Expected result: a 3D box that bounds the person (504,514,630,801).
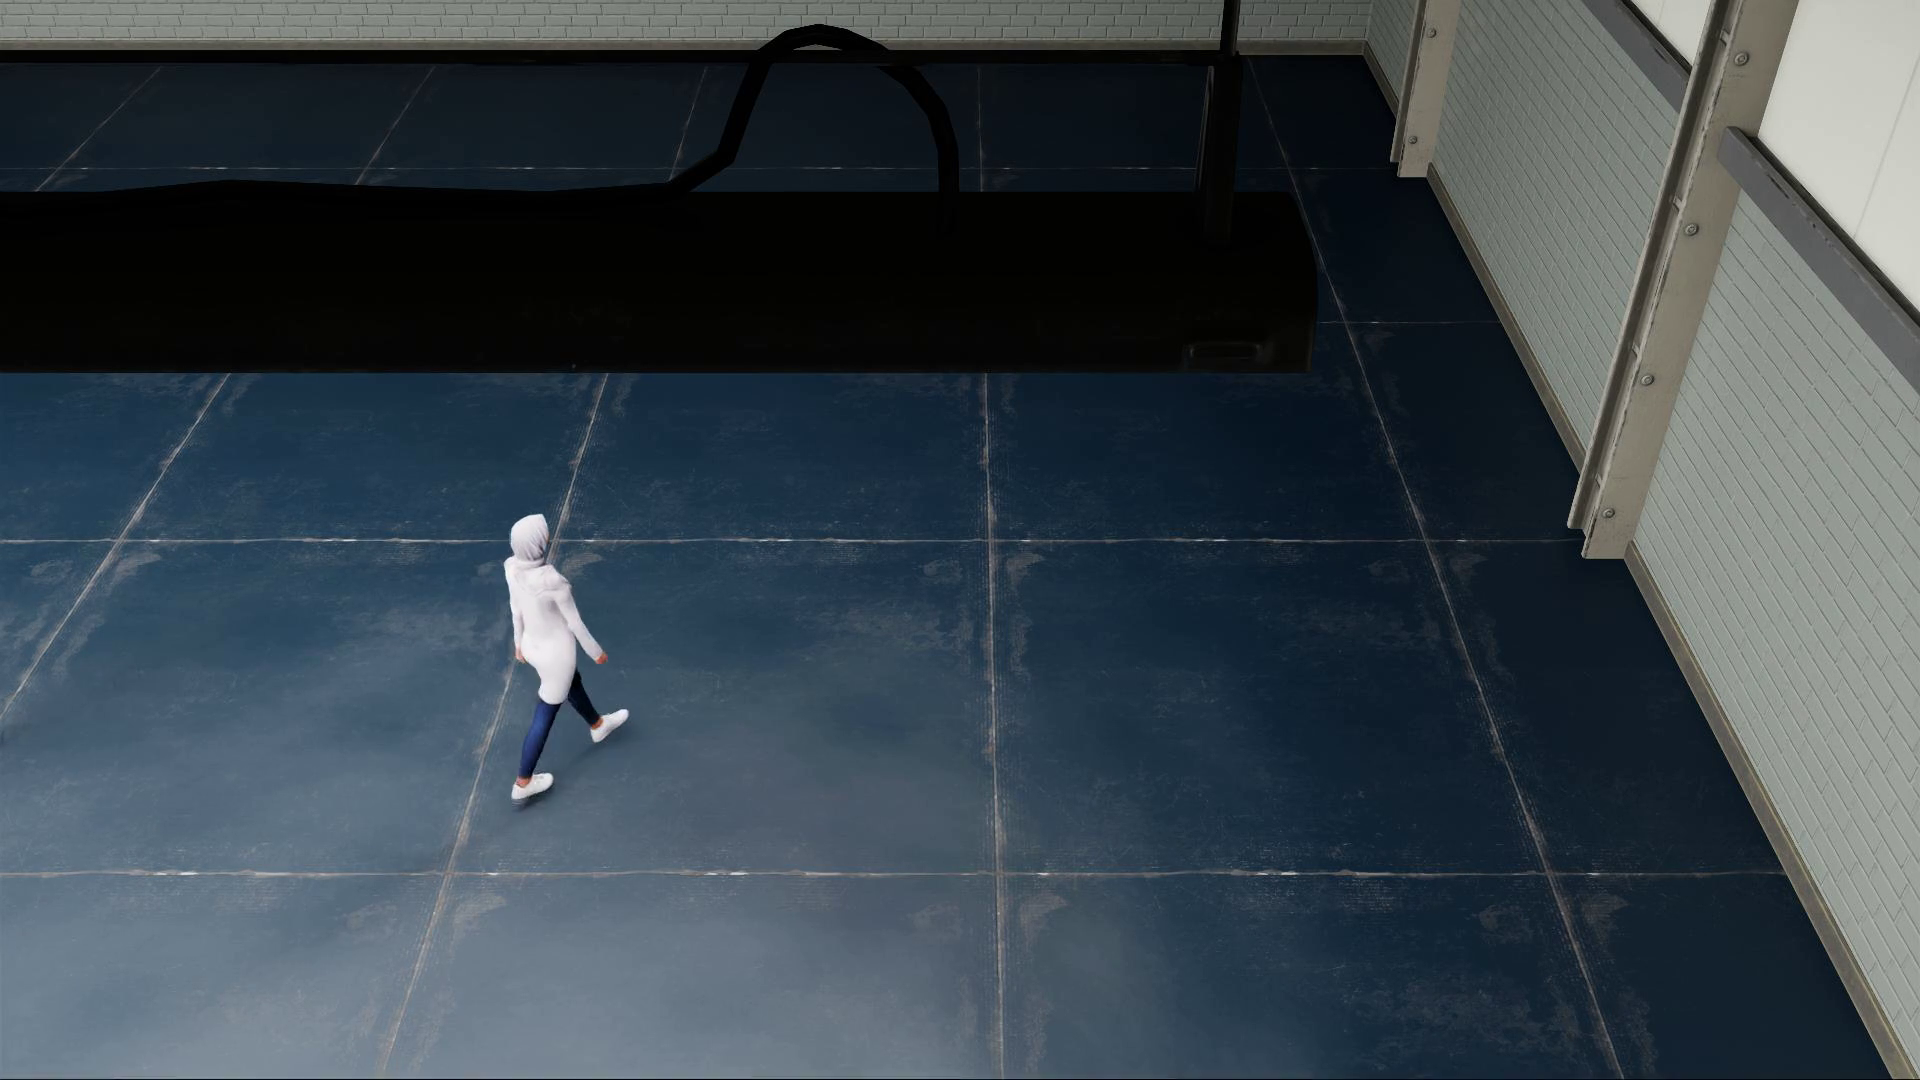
[{"bbox_3d":[-2.306,0.688,9.105,1.084,1.736,1.159,29,46,33],"label":"person"}]
